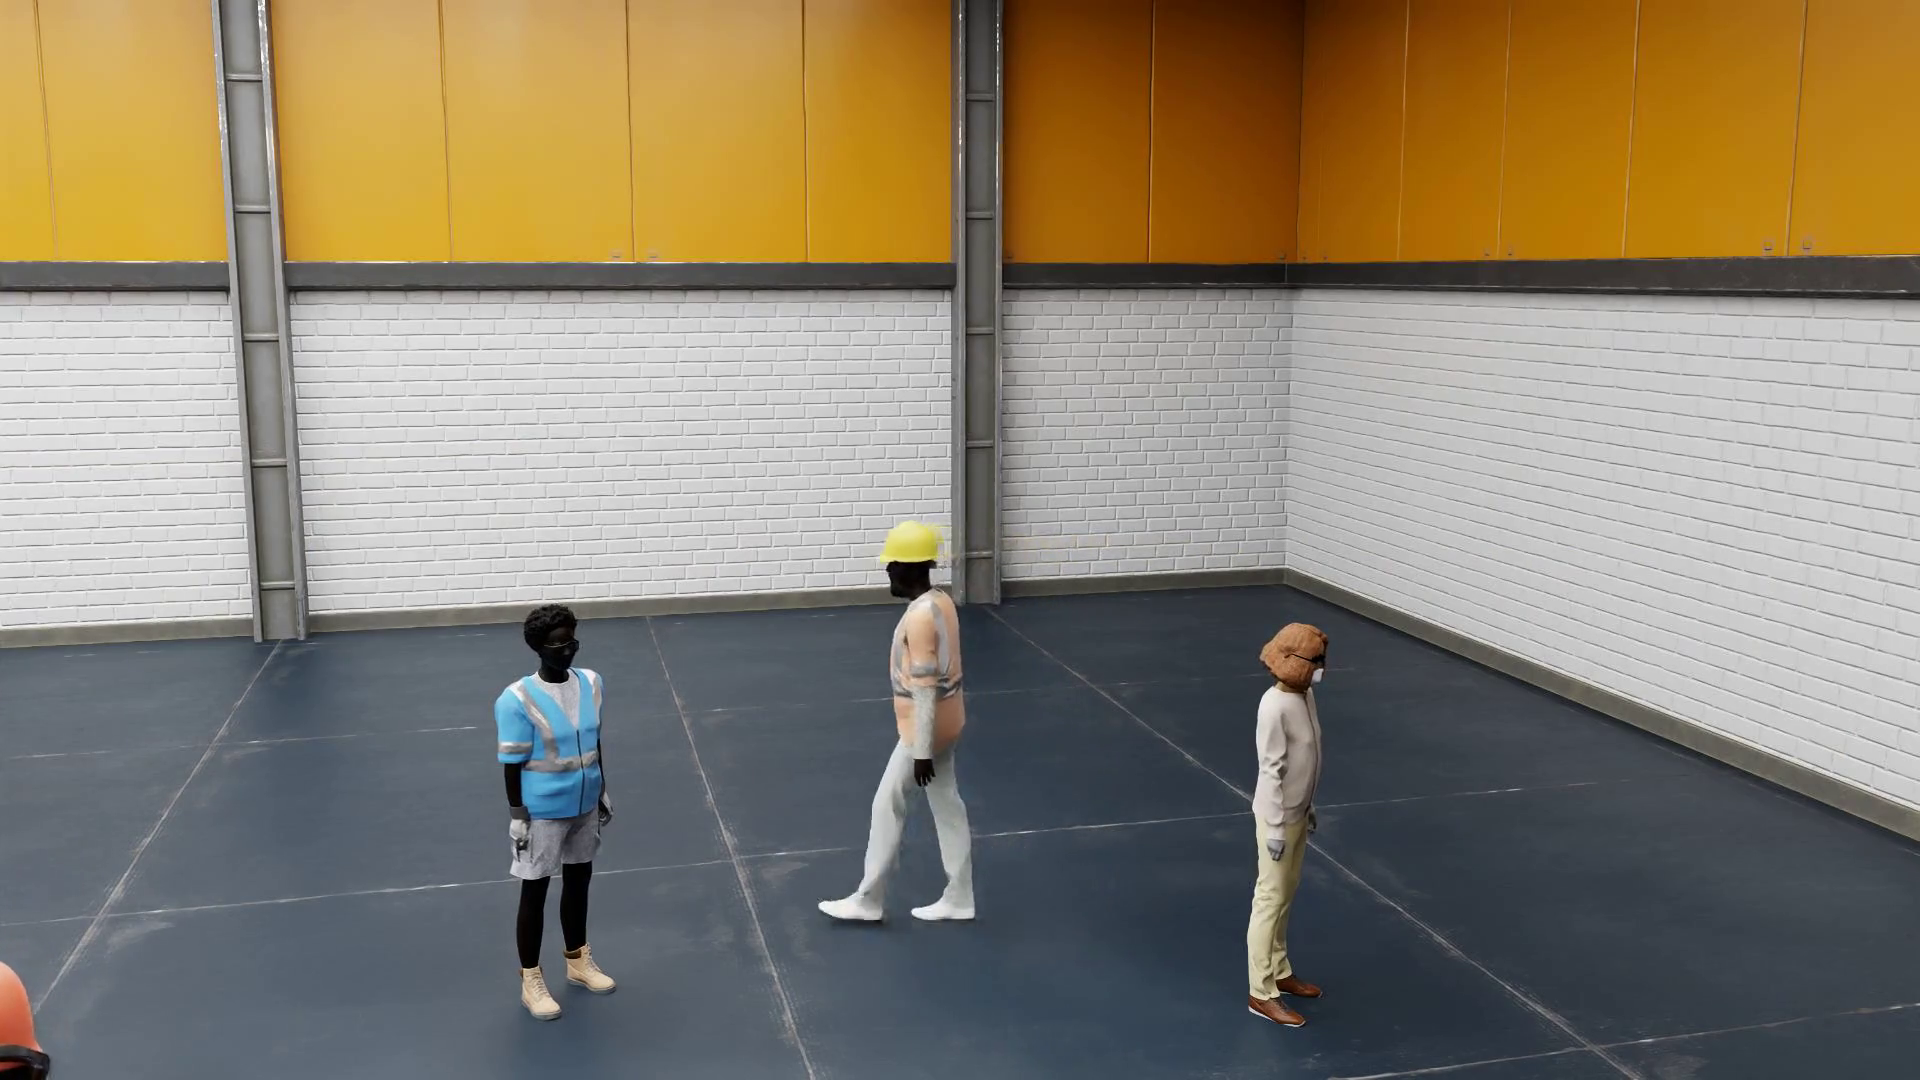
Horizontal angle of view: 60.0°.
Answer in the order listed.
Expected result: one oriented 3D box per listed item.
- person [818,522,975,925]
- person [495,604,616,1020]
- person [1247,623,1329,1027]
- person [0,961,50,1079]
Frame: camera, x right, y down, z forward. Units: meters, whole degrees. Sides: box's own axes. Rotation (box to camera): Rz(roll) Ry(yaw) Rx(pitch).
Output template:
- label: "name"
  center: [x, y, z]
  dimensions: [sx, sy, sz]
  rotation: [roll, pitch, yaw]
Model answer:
- label: "person"
  center: [-0.302, 0.859, 7.701]
  dimensions: [0.833, 1.897, 0.613]
  rotation: [2, 9, 10]
- label: "person"
  center: [-1.655, 1.098, 6.861]
  dimensions: [0.315, 1.696, 0.541]
  rotation: [6, 11, 35]
- label: "person"
  center: [1.345, 1.138, 6.809]
  dimensions: [0.286, 1.633, 0.498]
  rotation: [5, 10, 26]
- label: "person"
  center: [-1.473, 1.632, 2.591]
  dimensions: [0.592, 2.009, 0.607]
  rotation: [5, 11, 30]
